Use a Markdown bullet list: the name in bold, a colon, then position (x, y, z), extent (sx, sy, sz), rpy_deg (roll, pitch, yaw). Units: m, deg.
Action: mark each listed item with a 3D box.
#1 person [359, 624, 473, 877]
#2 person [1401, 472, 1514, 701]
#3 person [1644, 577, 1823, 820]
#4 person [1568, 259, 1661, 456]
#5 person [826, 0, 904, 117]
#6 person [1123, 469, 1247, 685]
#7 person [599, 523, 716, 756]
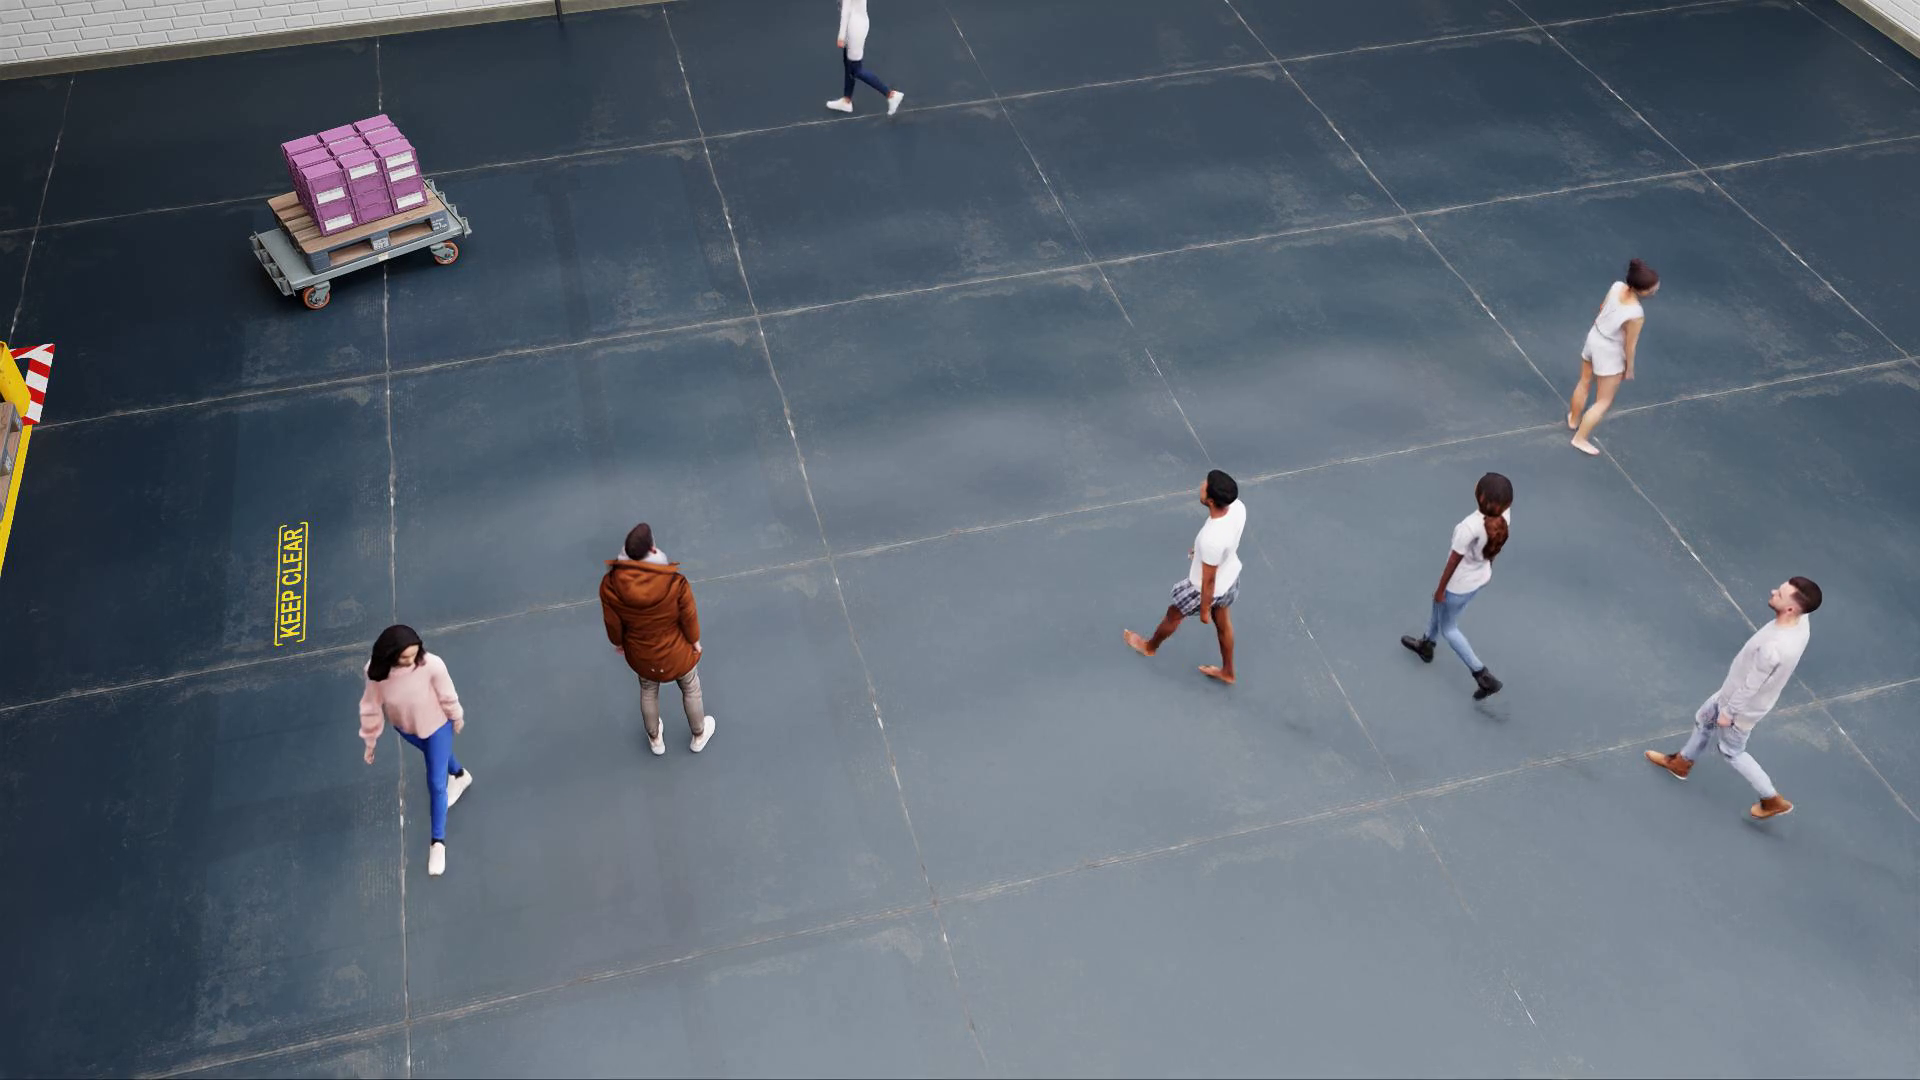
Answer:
- **person**: position (-3.083, 1.010, 9.648), extent (0.942, 1.721, 1.156), rpy_deg (8, 44, 8)
- **person**: position (3.209, 0.307, 10.405), extent (0.881, 1.696, 1.107), rpy_deg (-30, 51, -28)
- **person**: position (4.651, 0.945, 9.652), extent (1.223, 1.809, 1.099), rpy_deg (27, 50, 26)
- **person**: position (4.755, -1.437, 12.281), extent (0.763, 1.632, 0.471), rpy_deg (-23, 48, -22)
- **person**: position (-0.924, -4.802, 15.721), extent (0.965, 1.759, 1.063), rpy_deg (8, 44, 9)
- **person**: position (1.654, 0.289, 10.424), extent (1.106, 1.696, 1.012), rpy_deg (25, 49, 24)
- **person**: position (-1.805, 0.618, 9.976), extent (0.790, 1.837, 0.794), rpy_deg (0, 44, 0)
